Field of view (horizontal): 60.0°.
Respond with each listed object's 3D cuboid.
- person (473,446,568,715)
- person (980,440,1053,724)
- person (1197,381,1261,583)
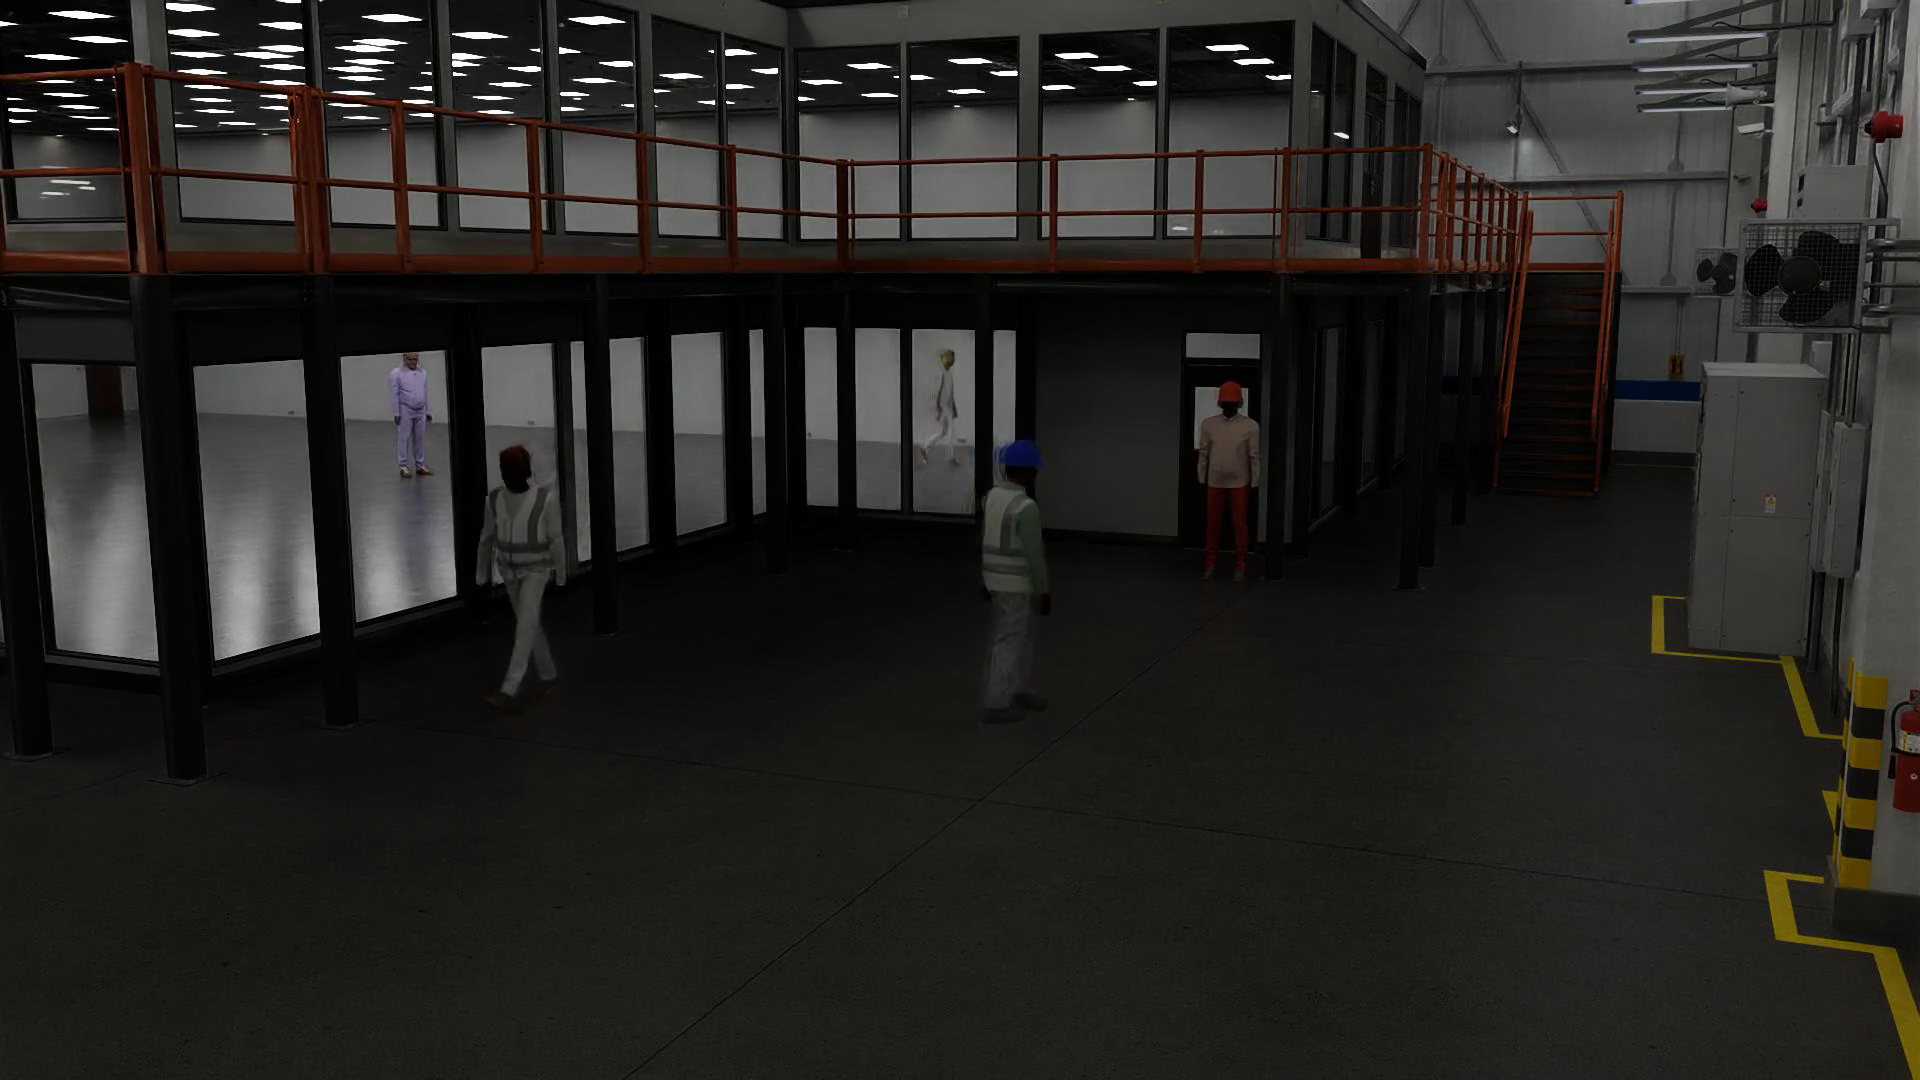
[{"bbox_3d":[-3.106,0.272,11.602,0.607,1.829,0.985,3,10,20],"label":"person"},{"bbox_3d":[0.449,0.283,11.244,0.708,1.922,0.656,-4,10,-24],"label":"person"},{"bbox_3d":[2.628,-0.566,16.326,0.618,1.985,0.408,4,10,24],"label":"person"}]
